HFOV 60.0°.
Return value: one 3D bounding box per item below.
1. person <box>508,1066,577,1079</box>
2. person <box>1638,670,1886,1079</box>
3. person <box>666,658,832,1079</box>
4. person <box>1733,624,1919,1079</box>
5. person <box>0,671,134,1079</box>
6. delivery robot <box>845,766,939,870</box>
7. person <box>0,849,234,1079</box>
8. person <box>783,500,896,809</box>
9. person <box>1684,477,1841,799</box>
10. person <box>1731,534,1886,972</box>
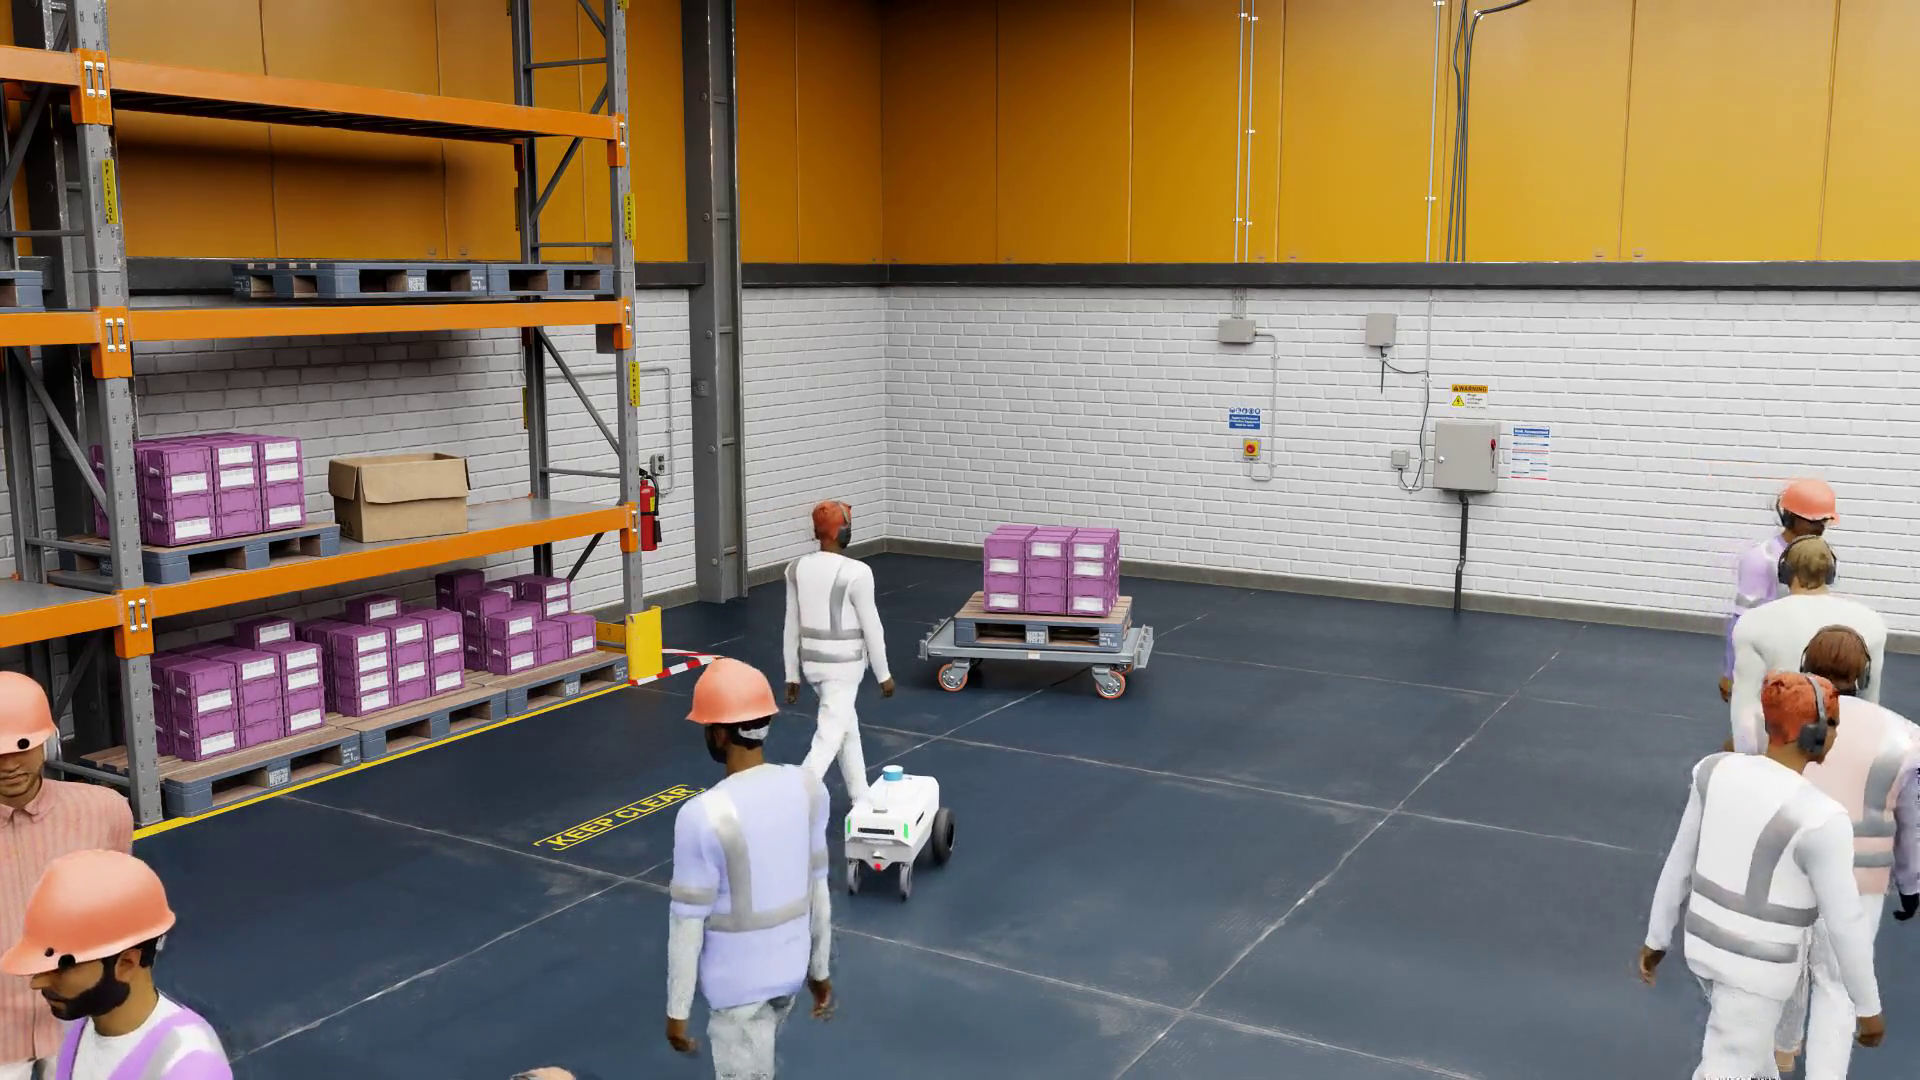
[{"bbox_3d":[-0.708,1.741,3.174,0.522,1.596,0.886,6,11,32],"label":"person"},{"bbox_3d":[2.503,1.305,5.112,0.959,1.834,0.631,-2,9,-13],"label":"person"},{"bbox_3d":[-0.594,1.298,4.997,0.963,1.901,0.550,8,12,40],"label":"person"},{"bbox_3d":[3.090,1.193,5.951,0.643,1.796,0.958,5,10,28],"label":"person"},{"bbox_3d":[-2.512,1.323,4.505,0.617,1.993,0.396,-8,12,-41],"label":"person"},{"bbox_3d":[-0.335,1.378,8.350,0.477,0.478,0.707,2,9,11],"label":"delivery robot"},{"bbox_3d":[-1.639,1.538,3.378,0.568,1.924,0.454,7,12,38],"label":"person"},{"bbox_3d":[-0.712,0.703,8.893,0.572,1.842,1.009,8,12,41],"label":"person"},{"bbox_3d":[4.288,0.627,8.874,0.625,1.998,0.905,-6,11,-32],"label":"person"},{"bbox_3d":[3.773,0.912,7.460,0.644,1.886,1.044,2,9,15],"label":"person"}]
